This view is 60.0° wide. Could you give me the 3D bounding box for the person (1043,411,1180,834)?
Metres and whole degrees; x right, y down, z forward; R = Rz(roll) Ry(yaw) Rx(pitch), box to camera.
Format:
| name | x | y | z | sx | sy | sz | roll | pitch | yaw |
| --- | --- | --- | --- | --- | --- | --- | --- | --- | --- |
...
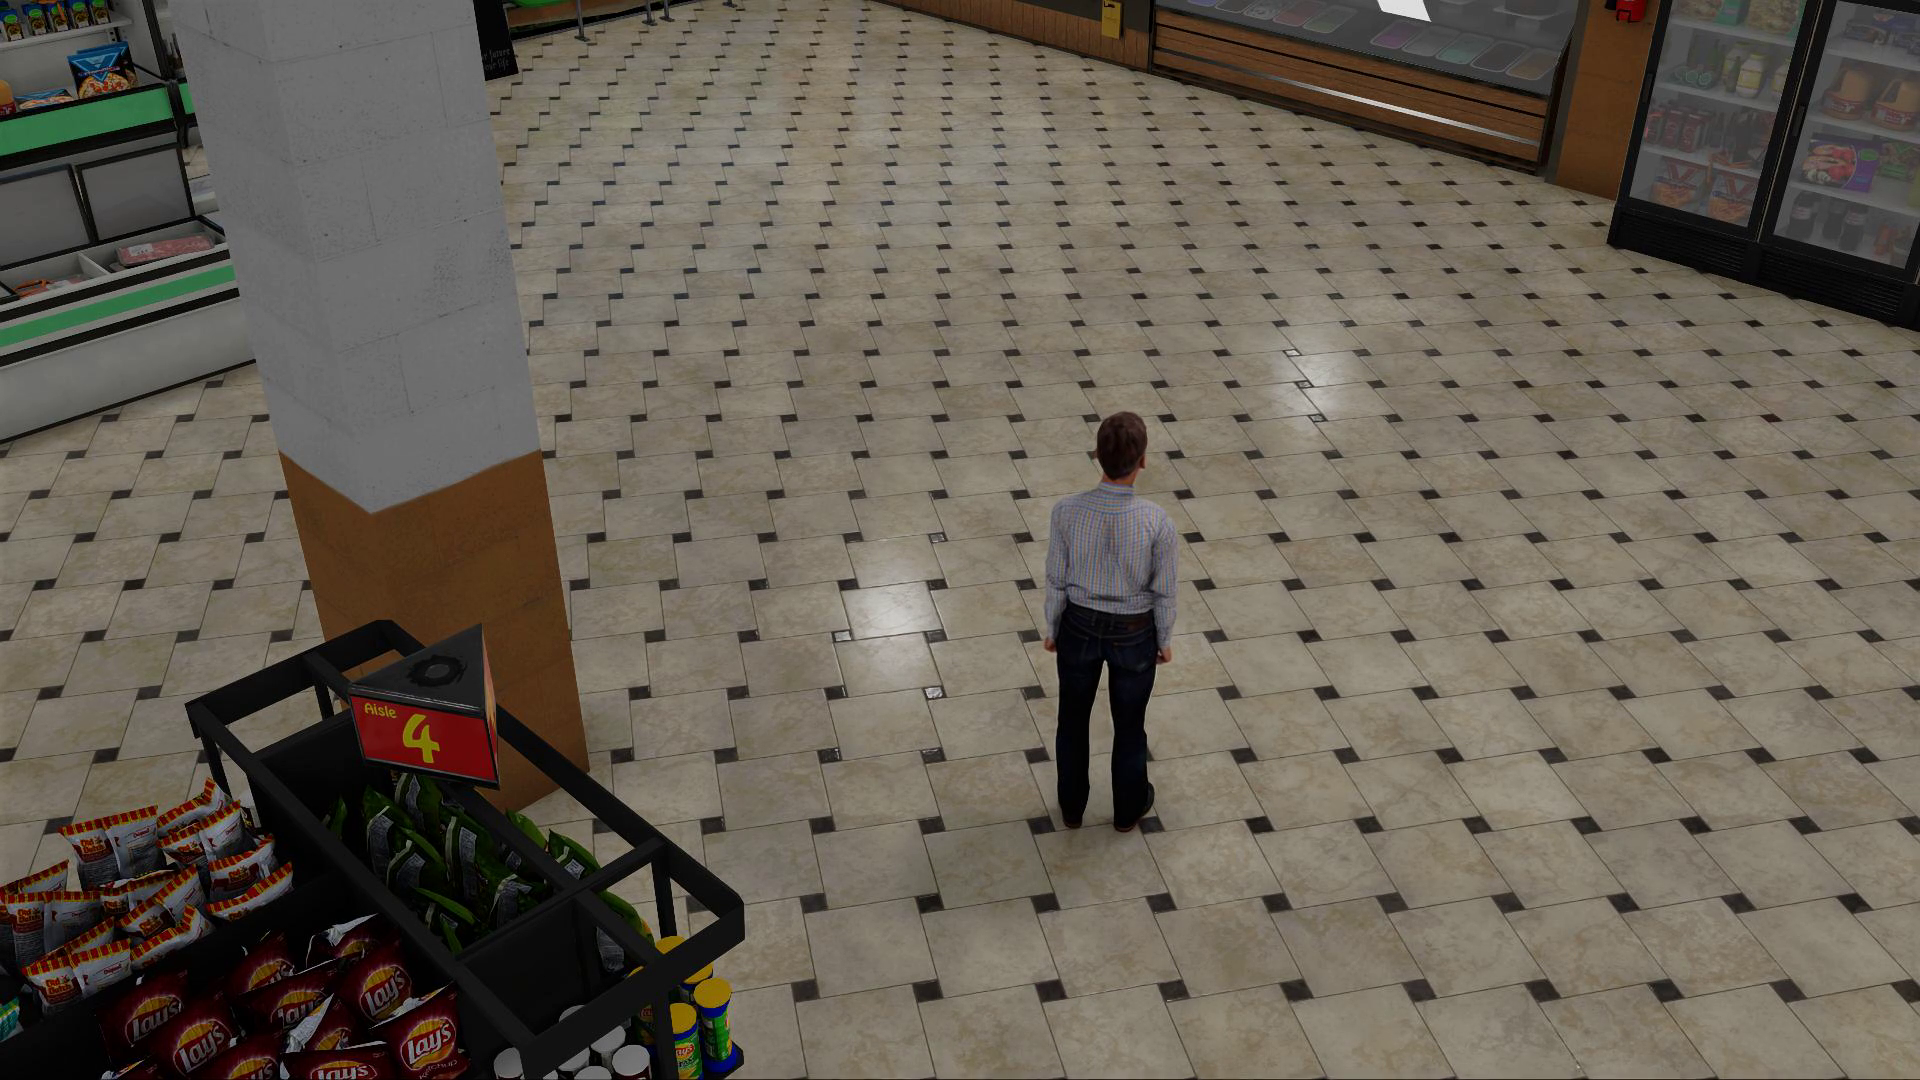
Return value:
| name | x | y | z | sx | sy | sz | roll | pitch | yaw |
| --- | --- | --- | --- | --- | --- | --- | --- | --- | --- |
| person | 0.560 | 0.336 | 6.326 | 0.741 | 1.819 | 0.748 | 7 | 33 | 11 |
